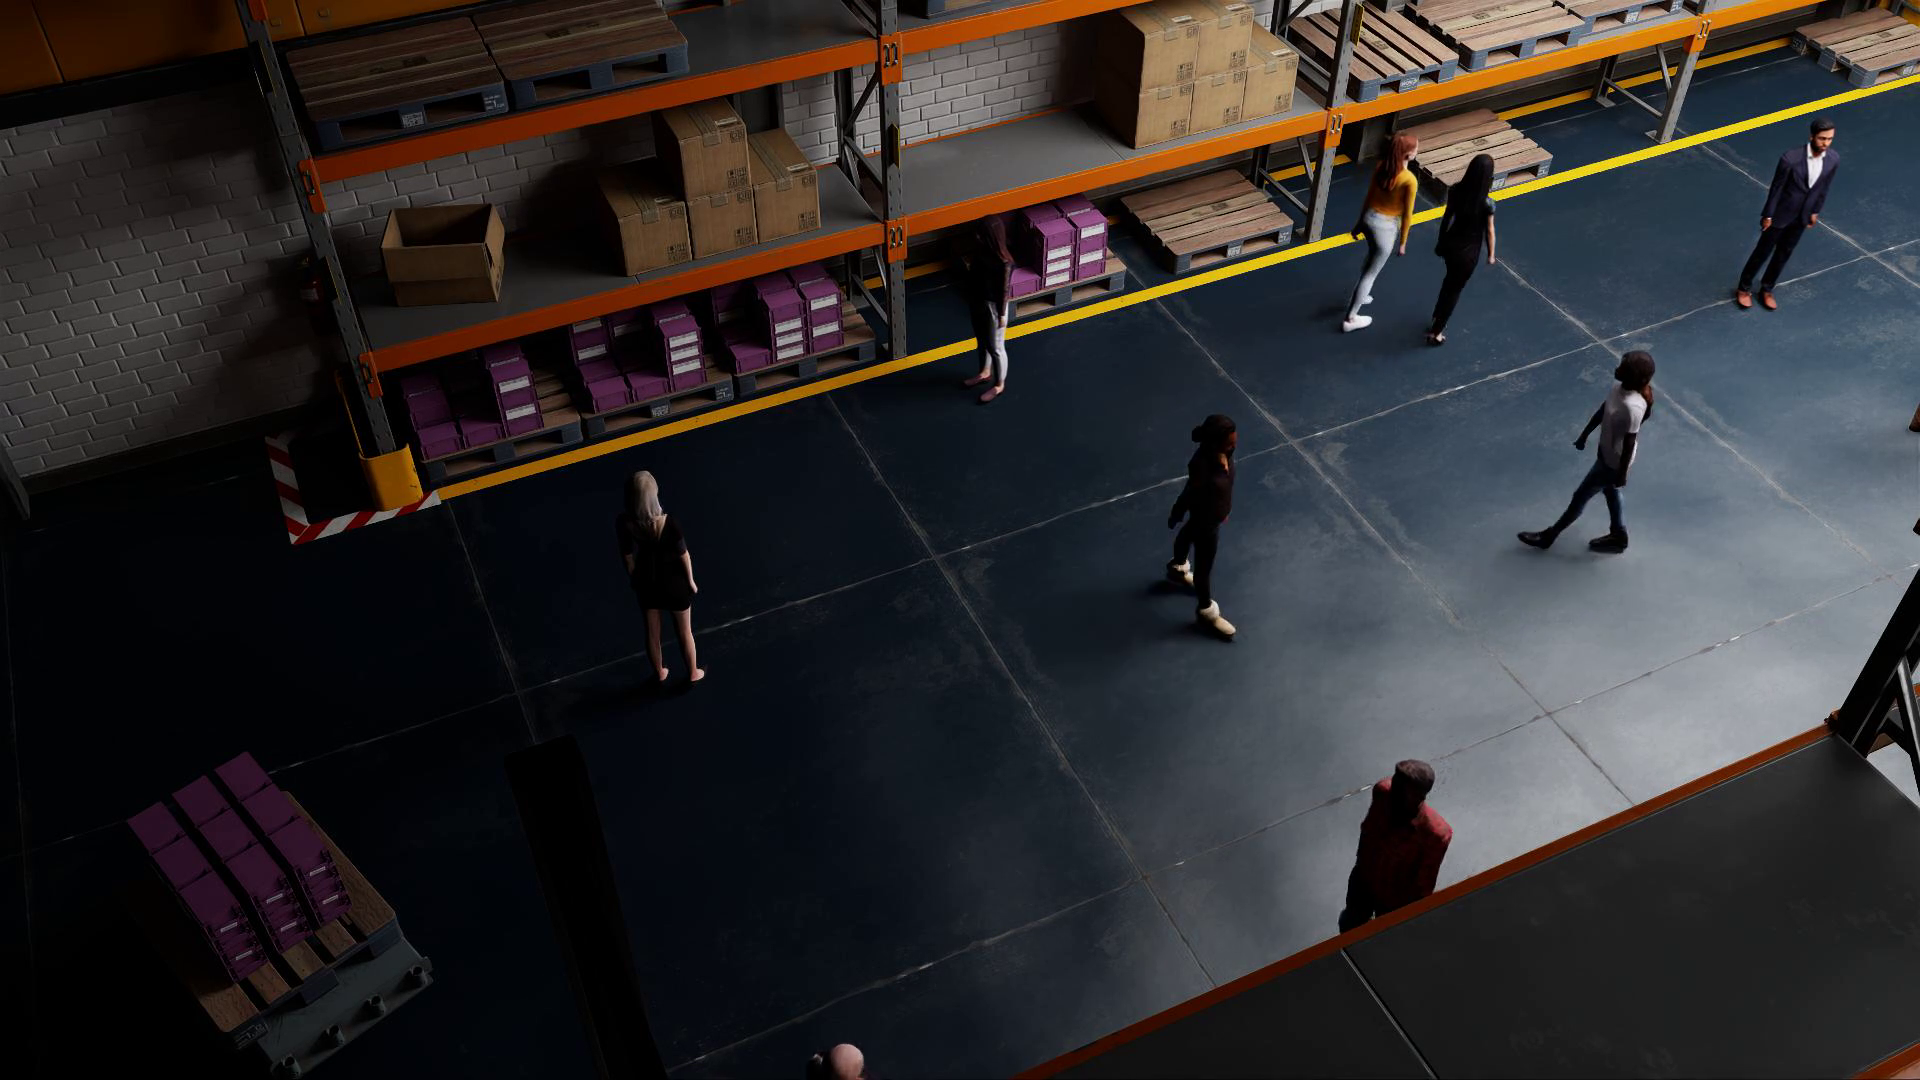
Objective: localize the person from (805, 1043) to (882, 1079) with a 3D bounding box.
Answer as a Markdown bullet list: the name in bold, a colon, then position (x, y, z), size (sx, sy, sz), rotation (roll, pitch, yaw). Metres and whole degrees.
- **person**: position (-0.427, 2.760, 7.729), size (0.877, 1.816, 0.924), rotation (26, 49, 25)

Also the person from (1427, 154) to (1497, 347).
- **person**: position (3.875, -2.213, 13.015), size (0.643, 1.726, 0.630), rotation (-28, 50, -27)

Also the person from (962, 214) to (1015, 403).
- **person**: position (0.208, -1.776, 12.642), size (0.538, 1.607, 0.595), rotation (-20, 47, -20)

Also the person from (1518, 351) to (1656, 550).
- **person**: position (4.511, -0.551, 11.295), size (1.118, 1.691, 0.956), rotation (5, 44, 5)

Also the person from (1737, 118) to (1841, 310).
- **person**: position (6.726, -2.655, 13.481), size (0.604, 1.724, 0.751), rotation (-3, 44, -3)

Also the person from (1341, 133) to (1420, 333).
- **person**: position (3.298, -2.431, 13.250), size (0.770, 1.718, 0.668), rotation (-26, 50, -25)

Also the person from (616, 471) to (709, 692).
- **person**: position (-1.858, 0.271, 10.331), size (0.597, 1.830, 0.709), rotation (4, 44, 4)

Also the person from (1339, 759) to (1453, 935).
- **person**: position (2.328, 1.767, 8.773), size (0.988, 1.813, 0.756), rotation (-23, 48, -22)

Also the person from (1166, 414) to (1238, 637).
- **person**: position (1.745, -0.115, 10.868), size (0.922, 1.649, 0.894), rotation (-7, 44, -7)
